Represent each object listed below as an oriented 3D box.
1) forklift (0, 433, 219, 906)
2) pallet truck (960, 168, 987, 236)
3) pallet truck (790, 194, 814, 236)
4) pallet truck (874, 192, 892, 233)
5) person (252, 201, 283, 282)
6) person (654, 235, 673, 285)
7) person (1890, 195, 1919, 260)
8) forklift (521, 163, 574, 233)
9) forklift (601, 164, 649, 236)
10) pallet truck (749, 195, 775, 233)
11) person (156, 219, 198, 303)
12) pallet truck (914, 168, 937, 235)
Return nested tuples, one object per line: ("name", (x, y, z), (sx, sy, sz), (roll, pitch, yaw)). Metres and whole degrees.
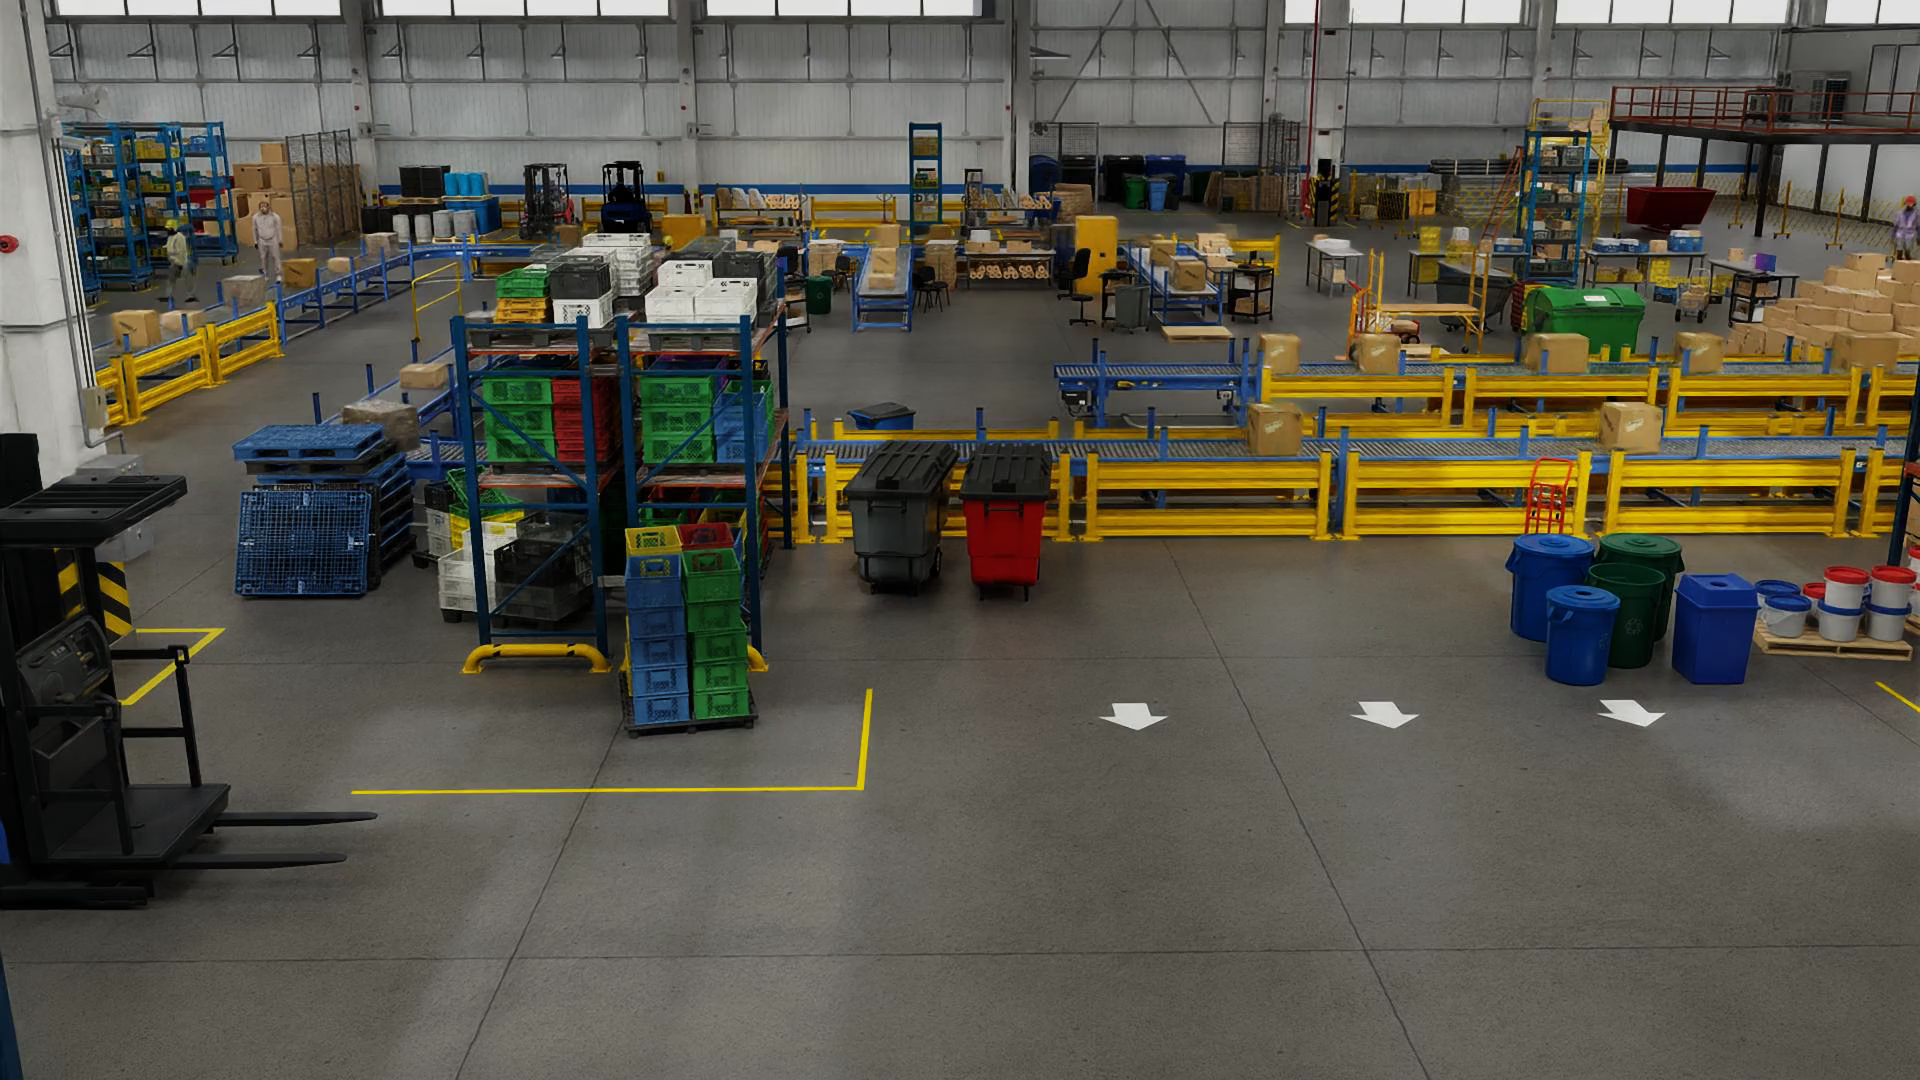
("forklift", (-5.952, 0.780, 10.366), (1.873, 2.768, 1.129), (0, 16, -1))
("pallet truck", (0.383, -10.230, 50.206), (0.823, 1.965, 1.885), (-1, 16, -3))
("pallet truck", (-4.814, -9.883, 50.259), (0.704, 1.261, 1.522), (-1, 16, -3))
("pallet truck", (-2.277, -9.986, 50.594), (0.653, 1.274, 1.630), (0, 16, -1))
("person", (-16.387, -7.067, 39.378), (0.652, 1.904, 0.405), (-3, 16, -11))
("person", (-5.842, -5.210, 33.199), (0.541, 1.749, 0.411), (-9, 18, -28))
("person", (22.703, -7.281, 39.945), (0.616, 2.010, 0.538), (14, 21, 40))
("forklift", (-12.233, -10.122, 49.298), (1.157, 1.987, 2.680), (0, 16, -1))
("forklift", (-9.948, -10.127, 49.296), (1.157, 1.987, 2.680), (-1, 16, -3))
("pallet truck", (-6.051, -9.967, 50.660), (0.680, 1.201, 1.601), (0, 16, -1))
("person", (-16.938, -5.981, 35.800), (0.622, 1.794, 0.827), (13, 20, 37))
("pallet truck", (-0.989, -10.316, 50.507), (0.823, 1.965, 1.885), (1, 16, 3))
